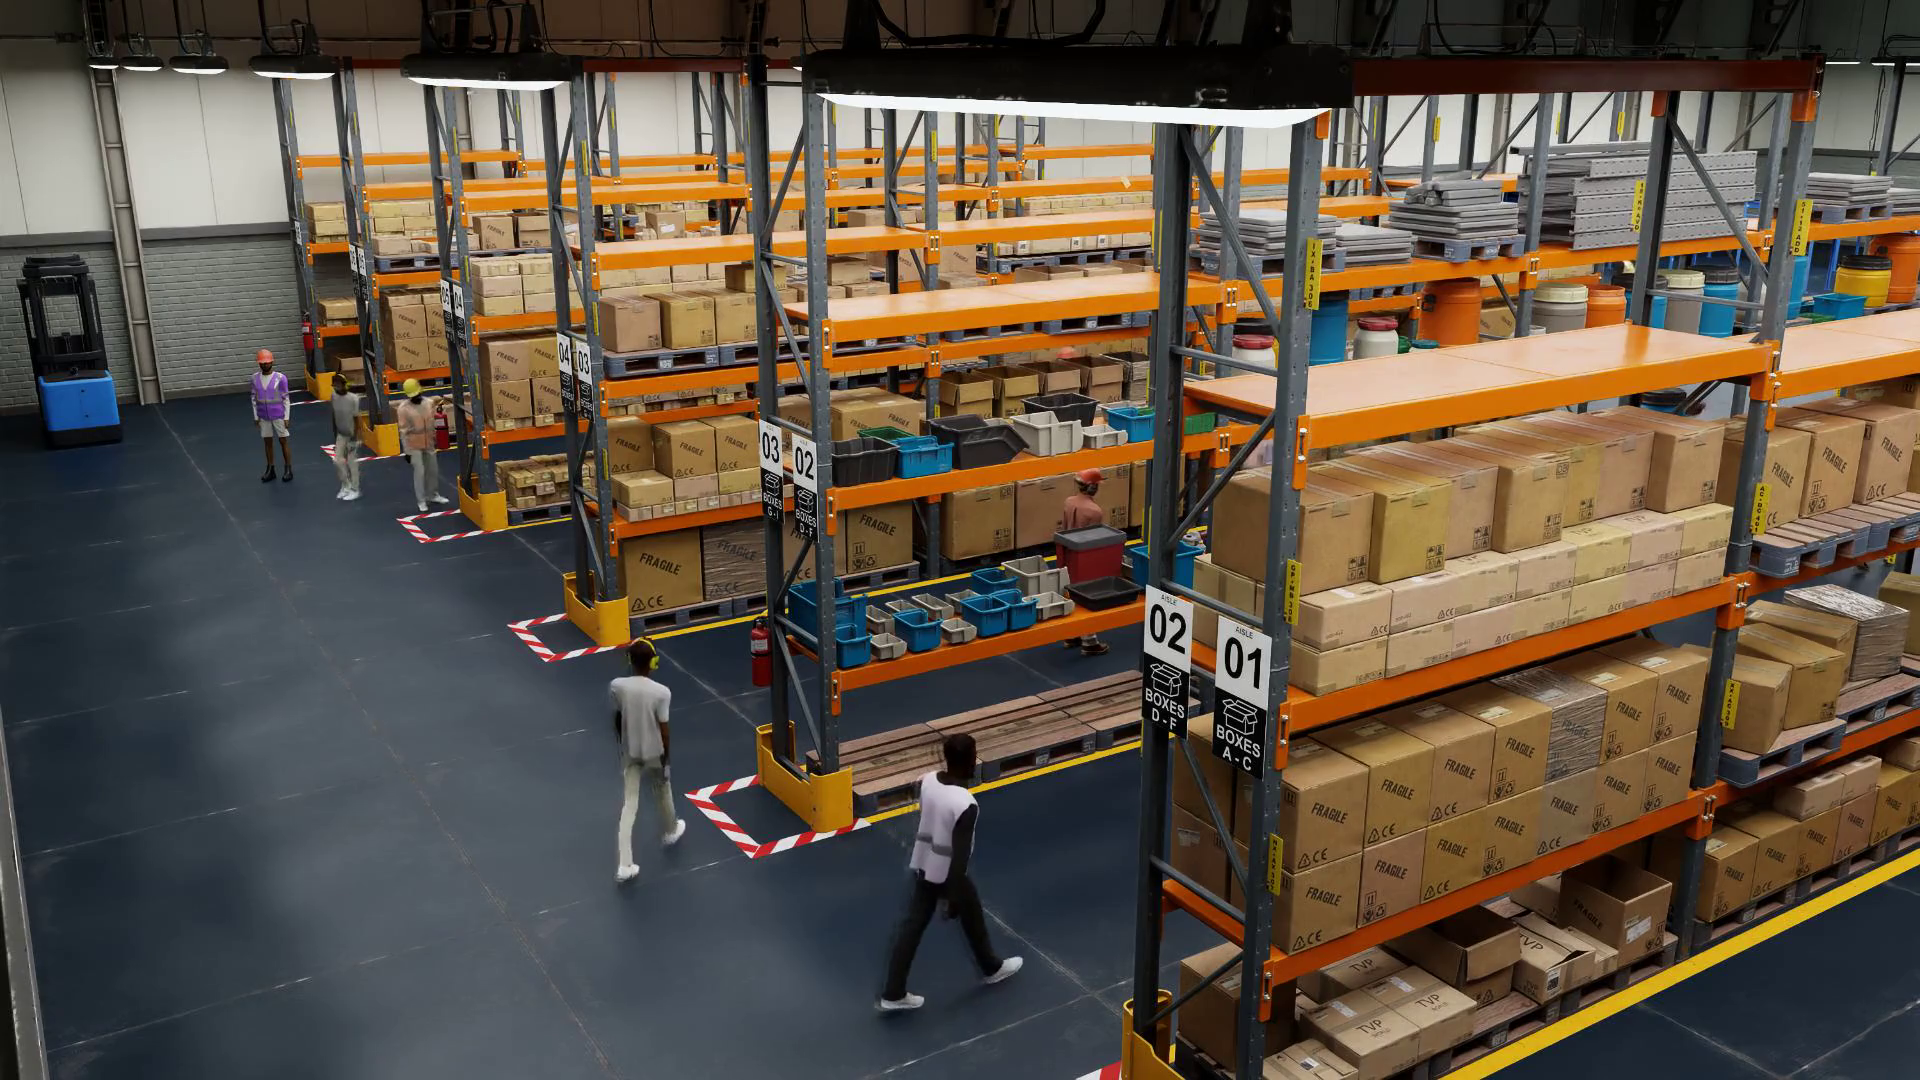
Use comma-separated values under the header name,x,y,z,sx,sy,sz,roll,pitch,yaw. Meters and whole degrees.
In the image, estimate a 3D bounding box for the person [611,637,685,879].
name,x,y,z,sx,sy,sz,roll,pitch,yaw
person,-2.415,1.618,12.030,0.513,1.832,0.974,3,17,9

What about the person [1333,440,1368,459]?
name,x,y,z,sx,sy,sz,roll,pitch,yaw
person,5.036,-0.895,20.629,0.850,1.588,0.524,-8,19,-24

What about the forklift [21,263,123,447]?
name,x,y,z,sx,sy,sz,roll,pitch,yaw
forklift,-14.518,-3.079,25.708,1.129,2.768,1.873,-10,20,-31

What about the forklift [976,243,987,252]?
name,x,y,z,sx,sy,sz,roll,pitch,yaw
forklift,0.988,-5.474,34.718,1.214,2.155,2.313,-10,20,-31

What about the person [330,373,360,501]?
name,x,y,z,sx,sy,sz,roll,pitch,yaw
person,-8.572,-1.443,22.041,0.558,1.839,0.438,5,18,17

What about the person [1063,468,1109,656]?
name,x,y,z,sx,sy,sz,roll,pitch,yaw
person,1.307,0.194,16.402,0.401,1.989,0.642,-11,20,-33

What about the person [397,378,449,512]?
name,x,y,z,sx,sy,sz,roll,pitch,yaw
person,-7.345,-1.302,21.498,0.494,1.877,0.622,12,21,35

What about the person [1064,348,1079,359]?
name,x,y,z,sx,sy,sz,roll,pitch,yaw
person,1.574,-1.892,23.430,0.570,1.881,0.634,10,19,29

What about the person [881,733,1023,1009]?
name,x,y,z,sx,sy,sz,roll,pitch,yaw
person,-0.090,2.140,10.265,1.065,1.857,0.598,-11,20,-32

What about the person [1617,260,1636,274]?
name,x,y,z,sx,sy,sz,roll,pitch,yaw
person,15.702,-6.004,37.054,0.658,1.808,0.764,-2,17,-7

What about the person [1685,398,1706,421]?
name,x,y,z,sx,sy,sz,roll,pitch,yaw
person,9.900,-1.120,21.321,0.599,1.615,0.551,-8,19,-25

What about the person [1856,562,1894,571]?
name,x,y,z,sx,sy,sz,roll,pitch,yaw
person,11.168,-0.502,19.019,0.902,1.799,0.602,-15,23,-41

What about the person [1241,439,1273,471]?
name,x,y,z,sx,sy,sz,roll,pitch,yaw
person,3.773,-0.754,19.822,0.833,1.813,0.626,-11,20,-31

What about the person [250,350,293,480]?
name,x,y,z,sx,sy,sz,roll,pitch,yaw
person,-10.090,-1.828,23.124,0.545,1.939,0.355,0,17,-1
